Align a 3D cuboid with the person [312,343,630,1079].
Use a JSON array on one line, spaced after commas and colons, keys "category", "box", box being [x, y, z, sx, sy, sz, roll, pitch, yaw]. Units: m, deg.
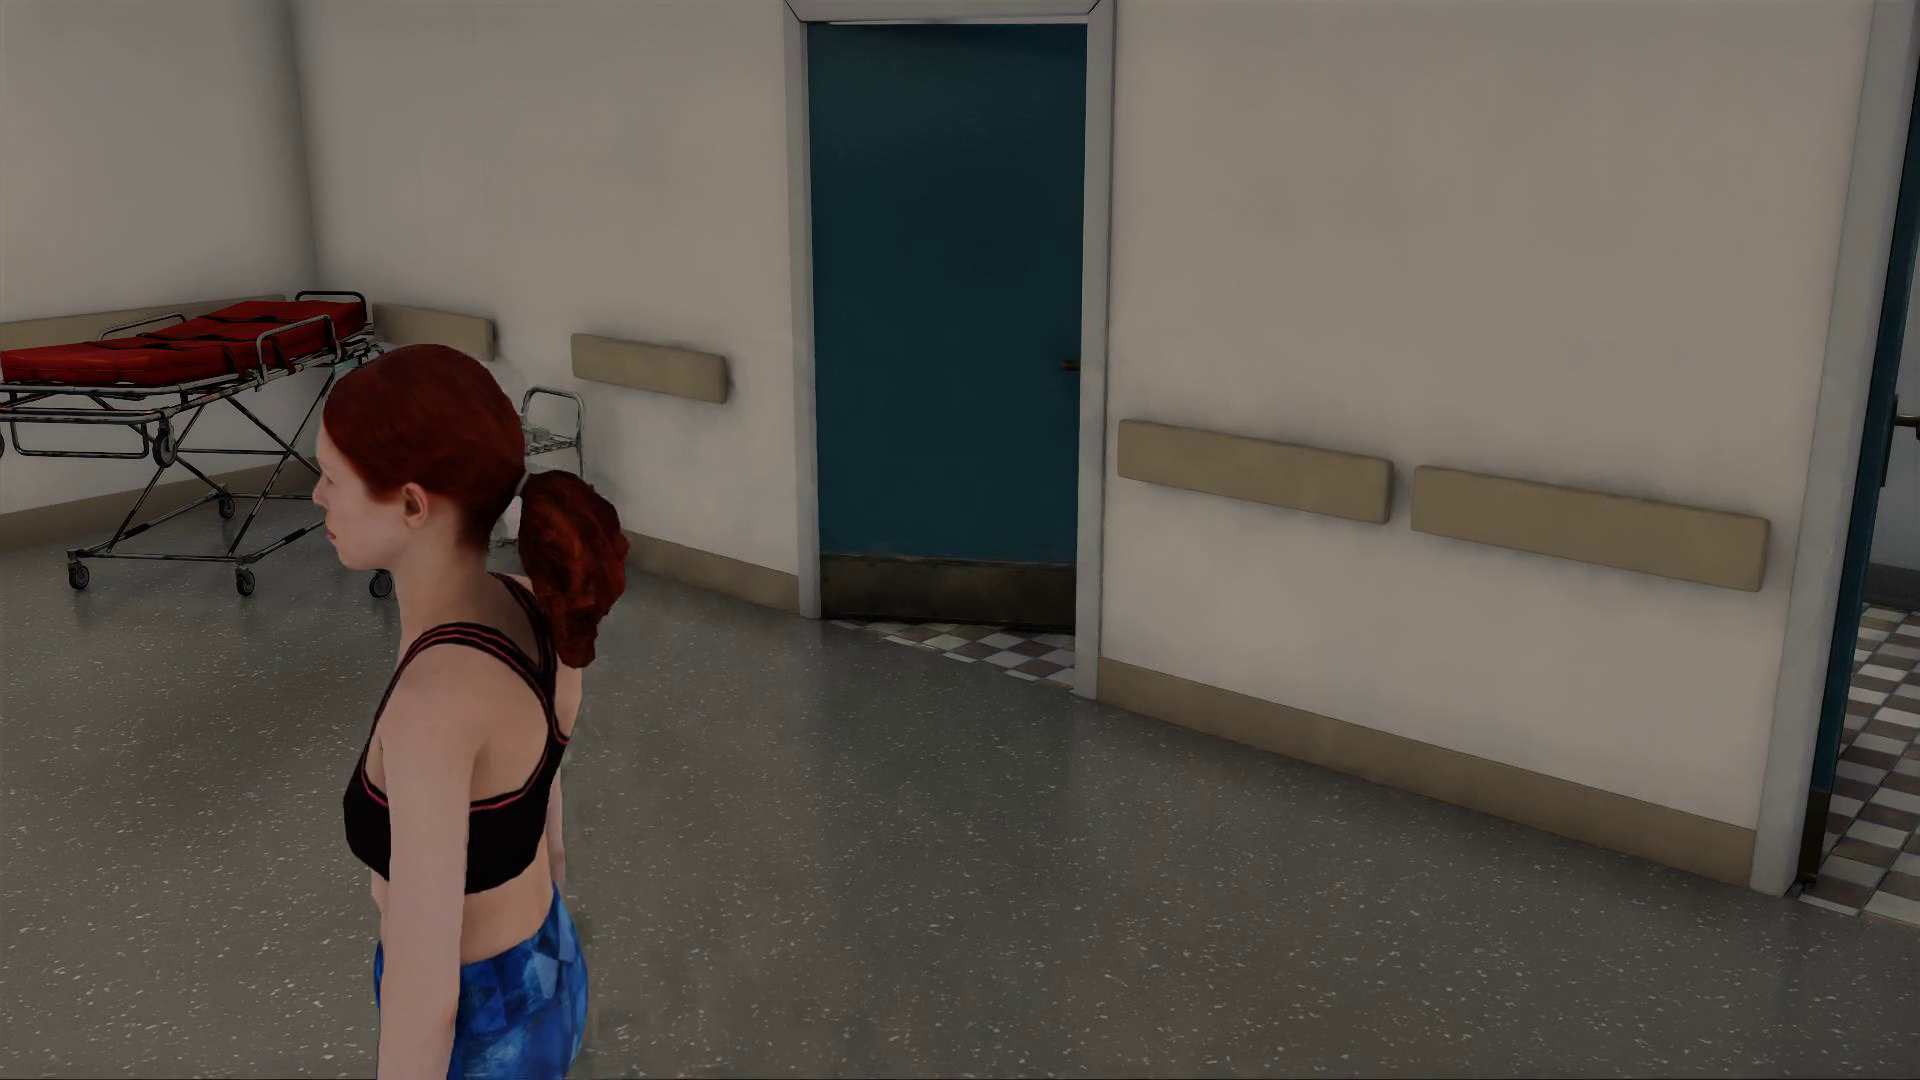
[{"category": "person", "box": [-0.481, 0.655, 1.955, 0.880, 1.779, 0.803, 1, 16, 2]}]
